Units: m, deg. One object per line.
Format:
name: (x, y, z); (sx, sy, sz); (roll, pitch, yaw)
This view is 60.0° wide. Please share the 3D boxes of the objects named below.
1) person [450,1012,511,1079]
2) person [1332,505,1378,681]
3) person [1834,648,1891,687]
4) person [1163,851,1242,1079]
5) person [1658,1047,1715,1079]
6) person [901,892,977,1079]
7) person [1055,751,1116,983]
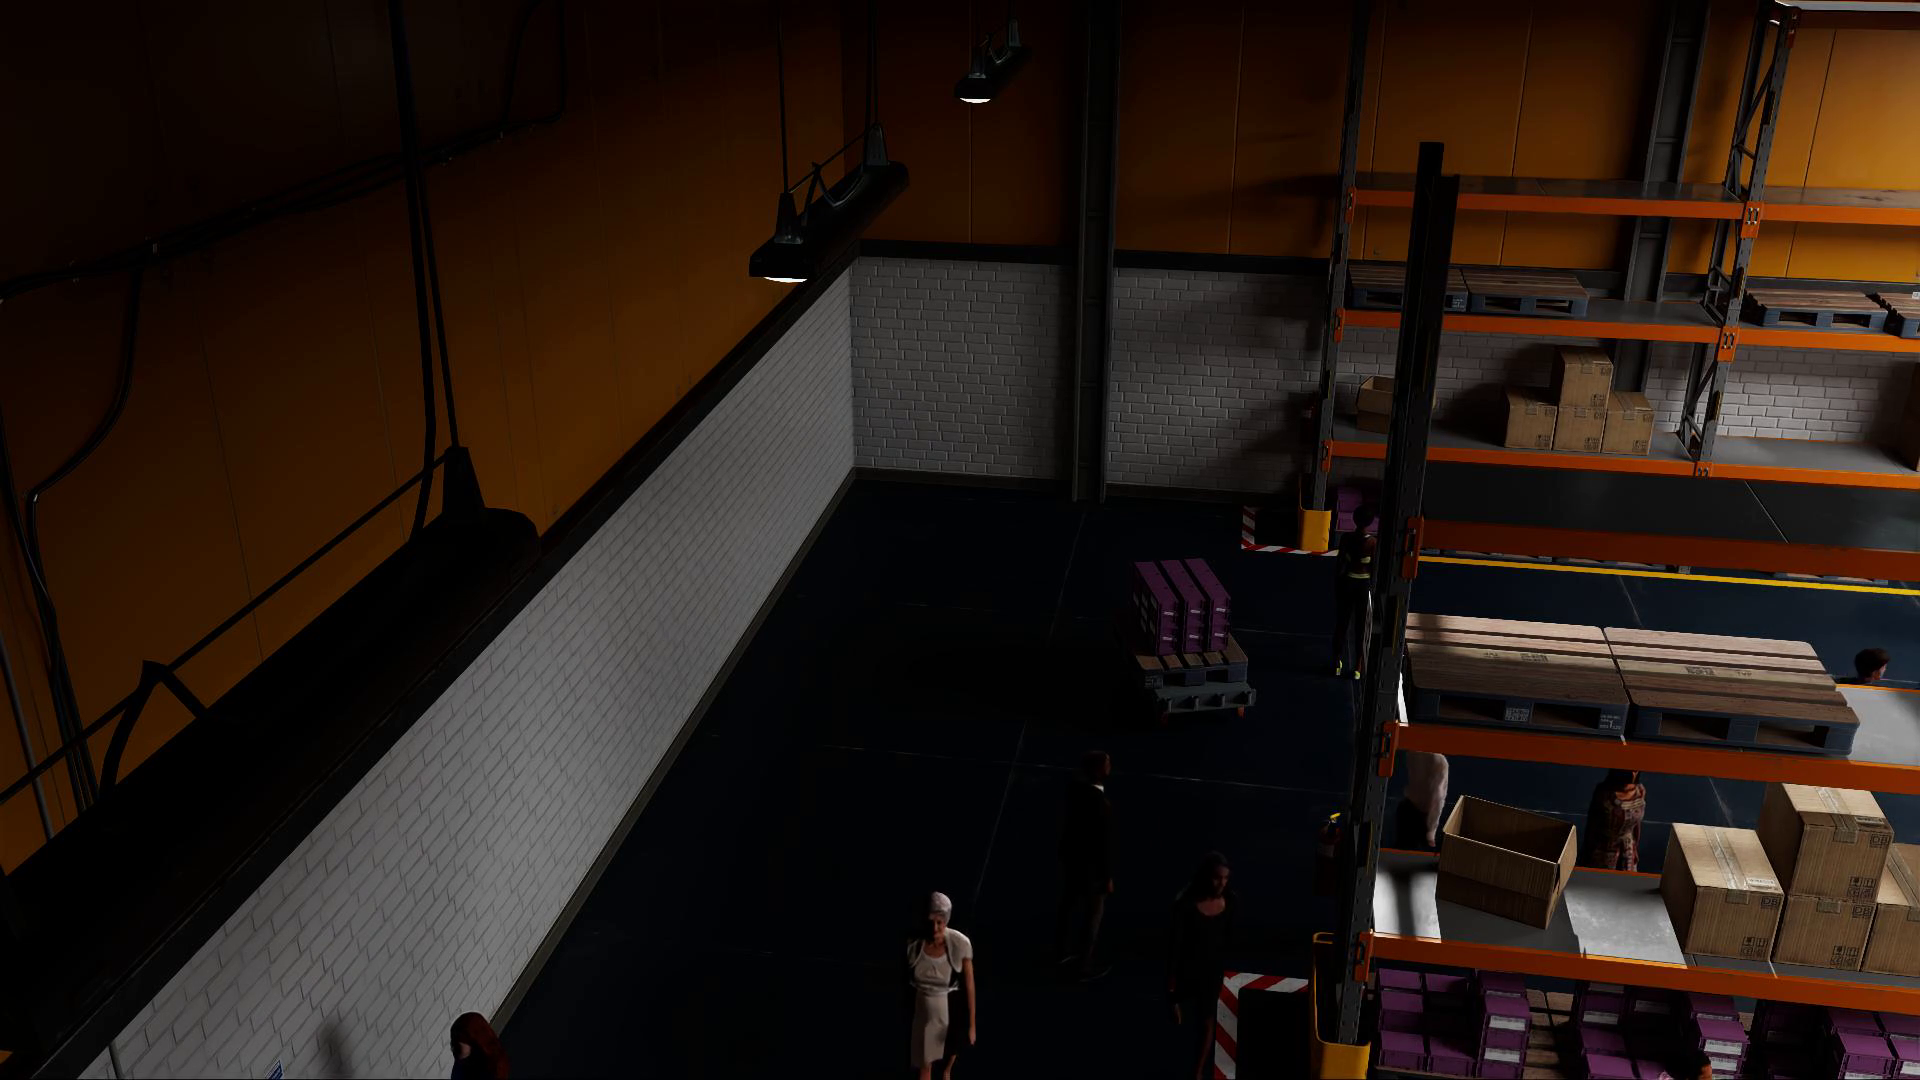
person: (-2.585, 3.366, 9.223); (0.664, 1.827, 0.761); (19, 30, 36)
person: (3.776, 0.491, 15.891); (0.529, 1.754, 0.680); (11, 26, 23)
person: (6.778, 1.724, 12.967); (1.231, 1.838, 0.859); (0, 24, -1)
person: (1.525, 2.731, 10.856); (1.166, 1.683, 0.912); (-1, 24, -3)
person: (3.770, 3.464, 9.096); (0.840, 1.751, 0.803); (10, 26, 22)
person: (-0.125, 2.916, 10.406); (1.026, 1.704, 0.733); (3, 24, 7)
person: (0.878, 2.284, 11.742); (0.765, 1.793, 0.735); (-12, 26, -26)
